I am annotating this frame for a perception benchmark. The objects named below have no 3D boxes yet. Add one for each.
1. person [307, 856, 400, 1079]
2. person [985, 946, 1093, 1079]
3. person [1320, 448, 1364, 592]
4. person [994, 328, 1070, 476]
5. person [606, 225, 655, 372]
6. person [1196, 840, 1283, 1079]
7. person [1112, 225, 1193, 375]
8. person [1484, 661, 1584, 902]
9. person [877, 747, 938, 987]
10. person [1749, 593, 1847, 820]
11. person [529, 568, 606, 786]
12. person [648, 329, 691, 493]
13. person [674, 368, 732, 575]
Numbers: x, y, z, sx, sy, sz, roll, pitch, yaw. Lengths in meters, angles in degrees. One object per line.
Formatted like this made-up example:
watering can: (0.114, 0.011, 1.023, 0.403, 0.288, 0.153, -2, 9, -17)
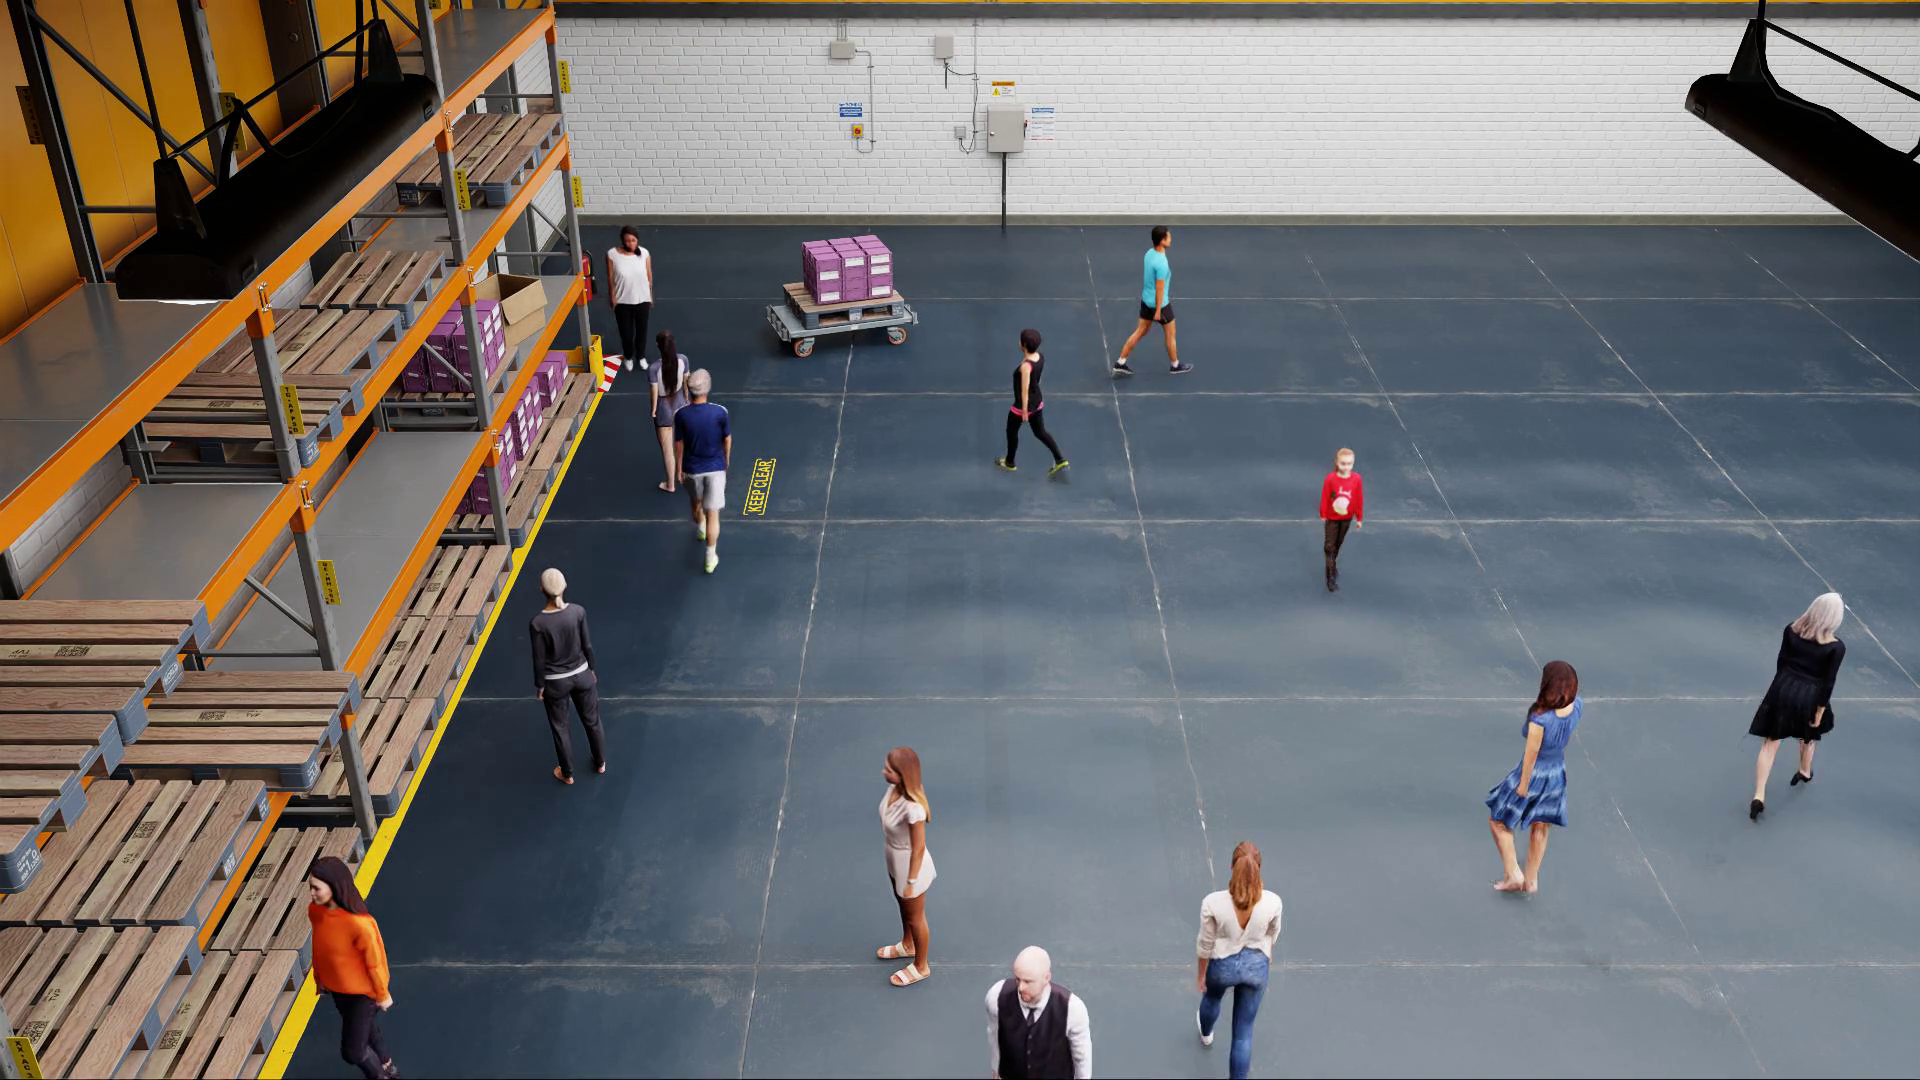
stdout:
person: (-3.274, 2.419, 9.189, 0.740, 1.736, 0.774, 18, 33, 29)
person: (0.419, 2.747, 8.555, 0.871, 1.769, 1.335, 5, 29, 8)
person: (3.304, -0.231, 14.548, 0.549, 1.257, 0.854, -3, 29, -6)
person: (0.736, -1.316, 16.259, 0.949, 1.523, 1.023, 16, 33, 27)
person: (-3.706, -2.743, 18.712, 0.758, 1.681, 0.759, -11, 31, -19)
person: (1.537, 2.458, 9.175, 0.681, 1.683, 1.025, 3, 29, 6)
person: (2.069, -2.604, 18.401, 0.929, 1.733, 1.167, -9, 30, -15)
person: (3.746, 1.604, 10.626, 0.824, 1.791, 0.873, -18, 33, -30)
person: (-0.315, 1.952, 10.088, 0.694, 1.696, 0.585, -8, 30, -15)
person: (5.734, 1.169, 11.500, 1.004, 1.718, 1.059, 25, 37, 38)
person: (-2.808, 0.965, 11.867, 0.684, 1.726, 0.687, -16, 32, -26)
person: (-2.772, -1.252, 16.009, 0.672, 1.651, 0.718, -23, 36, -35)
person: (-2.245, -0.565, 14.602, 0.615, 1.792, 1.060, -1, 29, -2)
